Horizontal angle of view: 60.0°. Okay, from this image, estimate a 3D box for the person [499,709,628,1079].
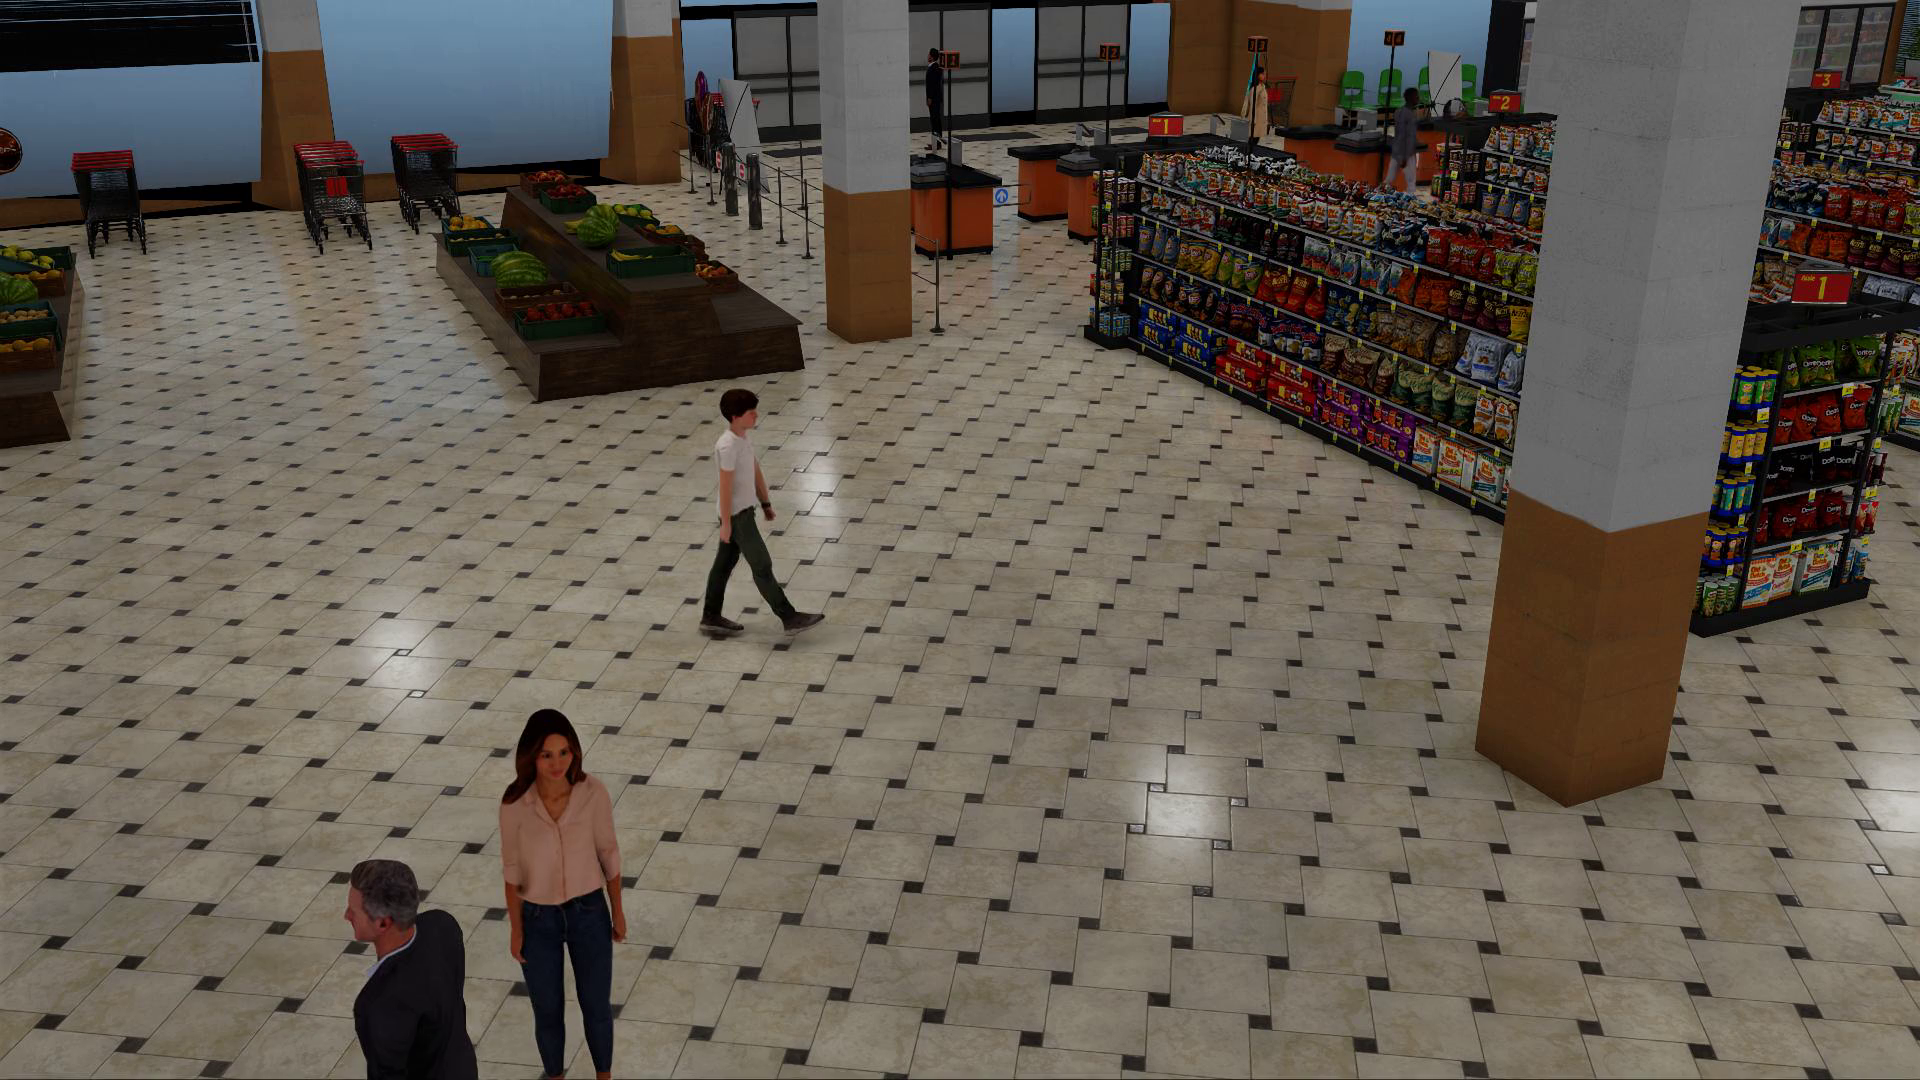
[{"bbox_3d":[-1.507,1.426,6.289,0.613,1.789,0.565,-7,23,-17],"label":"person"}]

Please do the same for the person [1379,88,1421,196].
[{"bbox_3d":[6.027,-5.316,23.037,0.801,1.812,1.095,-8,23,-19],"label":"person"}]

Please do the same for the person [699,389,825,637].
[{"bbox_3d":[-1.469,-0.146,10.422,1.003,1.624,1.083,2,22,5],"label":"person"}]

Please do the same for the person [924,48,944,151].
[{"bbox_3d":[-0.441,-7.731,29.162,0.766,1.727,0.686,6,23,14],"label":"person"}]

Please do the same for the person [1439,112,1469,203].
[{"bbox_3d":[6.325,-4.635,21.522,0.756,1.678,1.028,-15,26,-32],"label":"person"}]

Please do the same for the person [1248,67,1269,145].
[{"bbox_3d":[4.774,-6.761,26.809,0.744,1.681,0.724,11,24,26],"label":"person"}]

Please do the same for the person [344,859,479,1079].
[{"bbox_3d":[-1.634,1.823,5.293,1.018,1.794,1.132,-2,22,-6],"label":"person"}]
